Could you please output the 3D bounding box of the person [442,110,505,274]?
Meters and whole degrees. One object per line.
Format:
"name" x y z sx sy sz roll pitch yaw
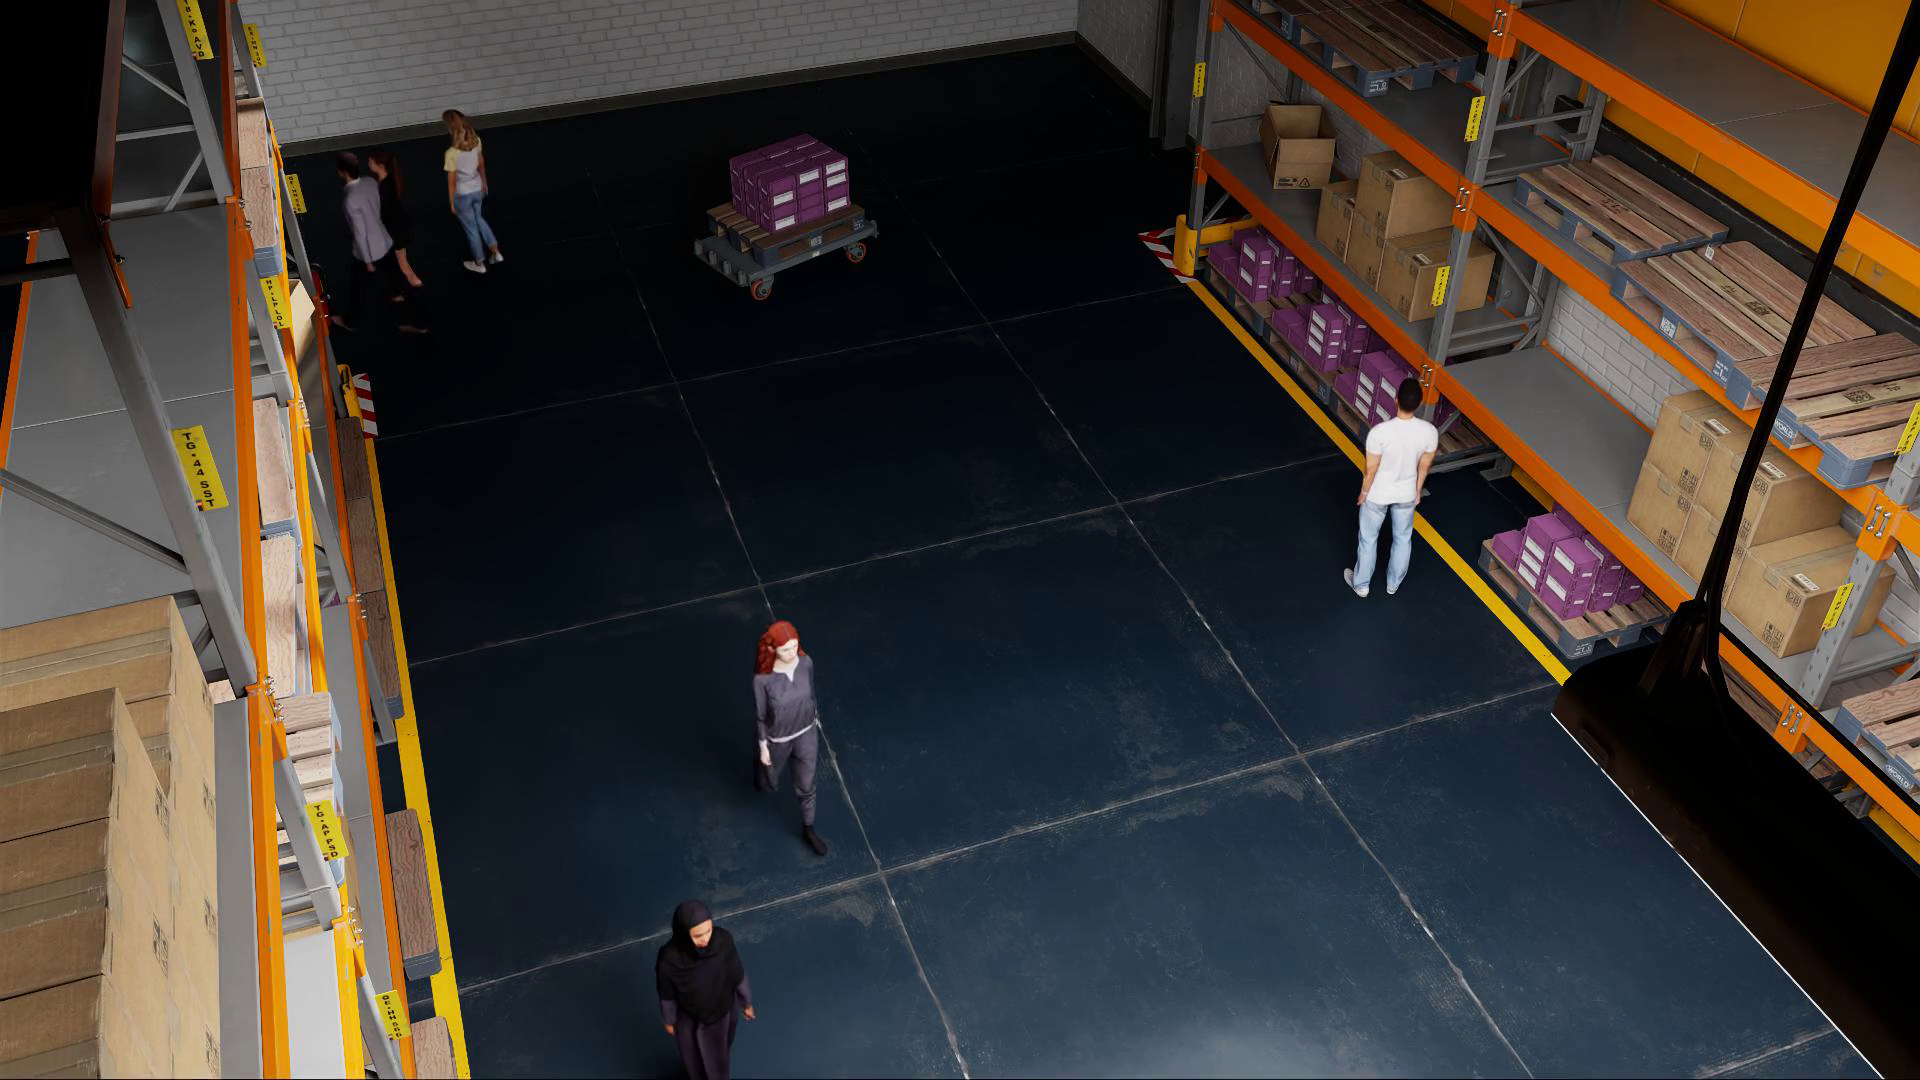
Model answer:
"person" -4.659 -3.293 15.909 0.893 1.716 0.834 23 44 26

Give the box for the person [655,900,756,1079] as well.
"person" -1.384 2.423 8.832 0.774 1.615 1.009 -22 44 -25

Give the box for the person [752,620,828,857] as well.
"person" -1.108 1.172 10.280 0.703 1.763 1.009 -21 43 -24

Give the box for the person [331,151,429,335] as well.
"person" -5.216 -2.626 14.999 1.150 1.808 1.179 9 40 12

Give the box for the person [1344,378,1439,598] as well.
"person" 3.146 -0.366 12.123 0.732 1.866 0.669 -3 39 -3

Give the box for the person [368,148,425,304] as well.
"person" -5.255 -2.960 15.624 0.641 1.550 0.547 -8 39 -10
